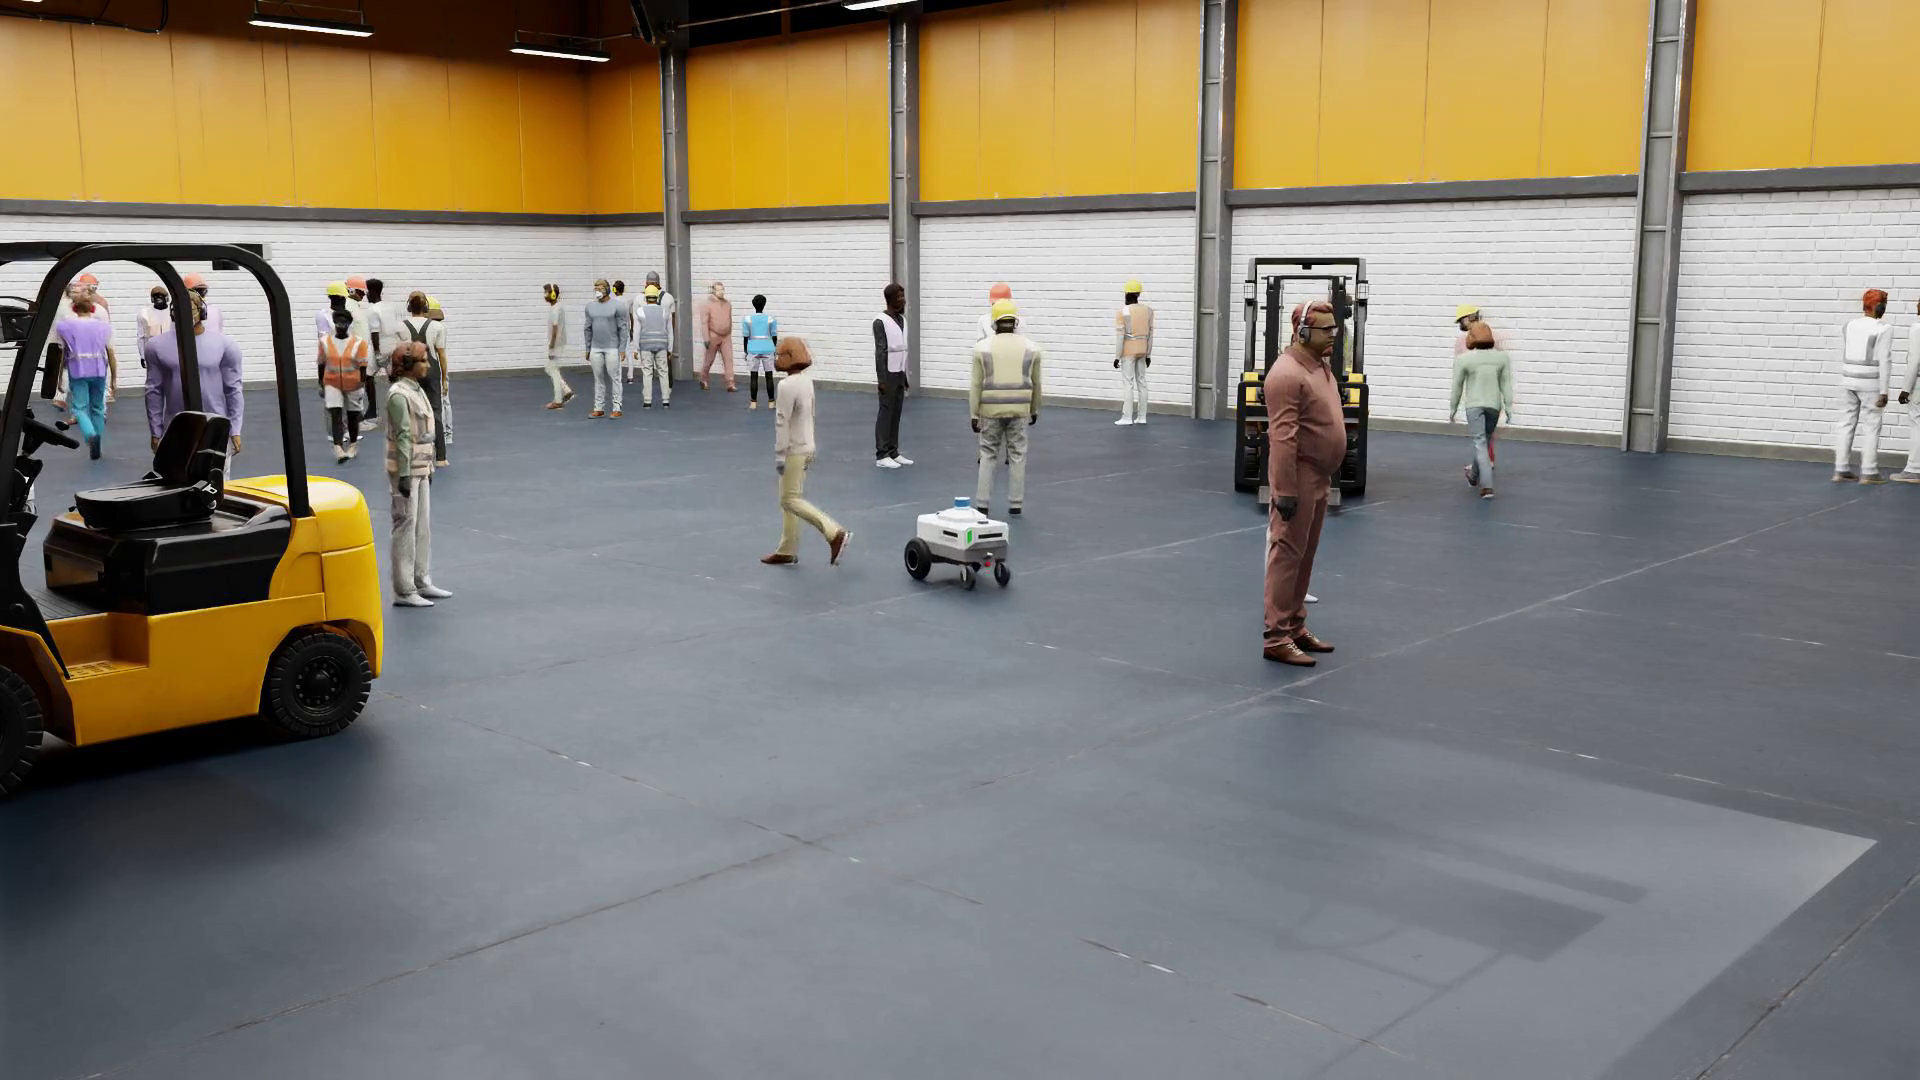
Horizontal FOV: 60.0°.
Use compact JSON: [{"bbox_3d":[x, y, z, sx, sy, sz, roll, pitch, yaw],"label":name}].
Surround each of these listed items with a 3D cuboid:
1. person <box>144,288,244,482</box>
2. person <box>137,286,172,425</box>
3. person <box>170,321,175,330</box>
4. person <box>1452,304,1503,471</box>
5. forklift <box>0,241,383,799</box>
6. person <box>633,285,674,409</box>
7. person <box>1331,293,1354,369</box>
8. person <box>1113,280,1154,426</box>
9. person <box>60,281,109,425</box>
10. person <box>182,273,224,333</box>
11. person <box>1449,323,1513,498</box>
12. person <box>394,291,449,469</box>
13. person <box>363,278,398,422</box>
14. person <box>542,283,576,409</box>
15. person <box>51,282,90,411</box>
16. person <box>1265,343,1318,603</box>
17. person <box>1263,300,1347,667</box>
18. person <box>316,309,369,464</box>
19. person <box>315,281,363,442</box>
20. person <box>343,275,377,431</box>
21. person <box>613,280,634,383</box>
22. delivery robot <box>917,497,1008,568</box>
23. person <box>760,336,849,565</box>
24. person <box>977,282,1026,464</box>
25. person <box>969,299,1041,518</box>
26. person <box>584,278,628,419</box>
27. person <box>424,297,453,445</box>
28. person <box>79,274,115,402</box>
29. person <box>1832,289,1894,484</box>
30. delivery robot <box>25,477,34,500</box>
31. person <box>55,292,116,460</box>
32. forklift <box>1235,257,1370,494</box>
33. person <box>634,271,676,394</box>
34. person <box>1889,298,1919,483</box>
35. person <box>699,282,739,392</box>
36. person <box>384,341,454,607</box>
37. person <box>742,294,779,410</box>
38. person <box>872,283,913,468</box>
[{"bbox_3d":[-5.243,-0.750,11.424,0.632,1.940,0.372,-2,10,-14],"label":"person"},{"bbox_3d":[-10.573,-2.442,22.097,0.624,1.845,0.430,-4,10,-21],"label":"person"},{"bbox_3d":[-8.374,-1.841,18.113,0.362,1.938,0.545,-5,11,-29],"label":"person"},{"bbox_3d":[5.265,-1.537,16.951,0.566,1.713,0.603,-4,10,-26],"label":"person"},{"bbox_3d":[-3.706,-0.171,7.093,1.214,2.155,2.313,9,13,43],"label":"forklift"},{"bbox_3d":[-4.536,-2.845,24.589,0.596,1.831,0.403,-3,10,-20],"label":"person"},{"bbox_3d":[3.938,-1.715,17.701,0.535,1.823,0.637,0,9,1],"label":"person"},{"bbox_3d":[2.289,-2.477,22.047,0.594,1.926,0.369,-6,11,-31],"label":"person"},{"bbox_3d":[-11.663,-2.479,22.128,0.652,1.906,0.403,0,9,2],"label":"person"},{"bbox_3d":[-8.068,-1.807,17.680,0.508,2.021,0.606,2,9,12],"label":"person"},{"bbox_3d":[4.757,-1.194,15.240,0.517,1.568,0.939,0,9,-3],"label":"person"},{"bbox_3d":[-5.564,-1.647,17.210,0.505,1.846,0.346,-2,10,-14],"label":"person"},{"bbox_3d":[-7.818,-2.535,22.349,0.785,1.941,0.607,3,10,19],"label":"person"},{"bbox_3d":[-5.983,-2.850,24.539,0.385,1.856,0.566,-2,9,-10],"label":"person"},{"bbox_3d":[-13.015,-2.834,24.371,0.636,1.893,1.054,3,10,17],"label":"person"},{"bbox_3d":[2.051,-0.397,10.174,0.314,1.640,0.516,6,11,34],"label":"person"},{"bbox_3d":[1.832,-0.304,8.790,0.401,1.906,0.649,5,11,28],"label":"person"},{"bbox_3d":[-6.610,-1.655,17.829,0.538,1.651,0.822,-2,10,-15],"label":"person"},{"bbox_3d":[-7.467,-2.145,20.008,0.368,1.928,0.586,2,10,14],"label":"person"},{"bbox_3d":[-7.748,-2.397,21.371,0.388,1.987,0.608,-1,9,-9],"label":"person"},{"bbox_3d":[-6.122,-3.743,30.010,0.512,1.864,0.329,-7,12,-36],"label":"person"},{"bbox_3d":[0.015,-0.039,10.985,0.477,0.478,0.707,-5,12,-31],"label":"delivery robot"},{"bbox_3d":[-1.089,-0.601,11.502,0.627,1.613,0.508,2,10,15],"label":"person"},{"bbox_3d":[0.427,-1.760,17.650,0.543,1.928,0.373,2,9,12],"label":"person"},{"bbox_3d":[0.371,-1.076,13.770,0.604,1.829,0.421,-1,9,-6],"label":"person"},{"bbox_3d":[-4.896,-2.633,22.964,0.637,1.938,0.355,3,10,16],"label":"person"},{"bbox_3d":[-6.181,-1.976,19.537,0.296,1.743,0.492,1,9,3],"label":"person"},{"bbox_3d":[-13.434,-3.124,25.806,0.622,1.992,0.396,5,11,30],"label":"person"},{"bbox_3d":[8.738,-1.480,16.060,0.398,1.879,0.596,-4,10,-21],"label":"person"},{"bbox_3d":[-7.814,-0.427,13.388,0.477,0.478,0.707,1,9,6],"label":"delivery robot"},{"bbox_3d":[-9.426,-1.759,17.984,0.579,1.819,0.742,-8,12,-41],"label":"person"},{"bbox_3d":[3.309,-1.629,16.029,1.214,2.155,2.313,2,9,11],"label":"forklift"},{"bbox_3d":[-5.072,-3.438,27.594,0.674,2.000,0.535,-3,10,-20],"label":"person"},{"bbox_3d":[9.367,-1.496,16.161,0.576,1.885,0.355,-5,10,-26],"label":"person"},{"bbox_3d":[-4.130,-3.445,28.198,0.649,1.869,0.981,-8,12,-39],"label":"person"},{"bbox_3d":[-3.361,-0.404,10.252,0.354,1.632,0.528,-1,9,-4],"label":"person"},{"bbox_3d":[-2.927,-2.747,24.409,0.532,1.696,0.319,-1,9,-9],"label":"person"},{"bbox_3d":[-0.712,-1.717,17.449,0.399,1.923,0.602,4,10,23],"label":"person"}]
